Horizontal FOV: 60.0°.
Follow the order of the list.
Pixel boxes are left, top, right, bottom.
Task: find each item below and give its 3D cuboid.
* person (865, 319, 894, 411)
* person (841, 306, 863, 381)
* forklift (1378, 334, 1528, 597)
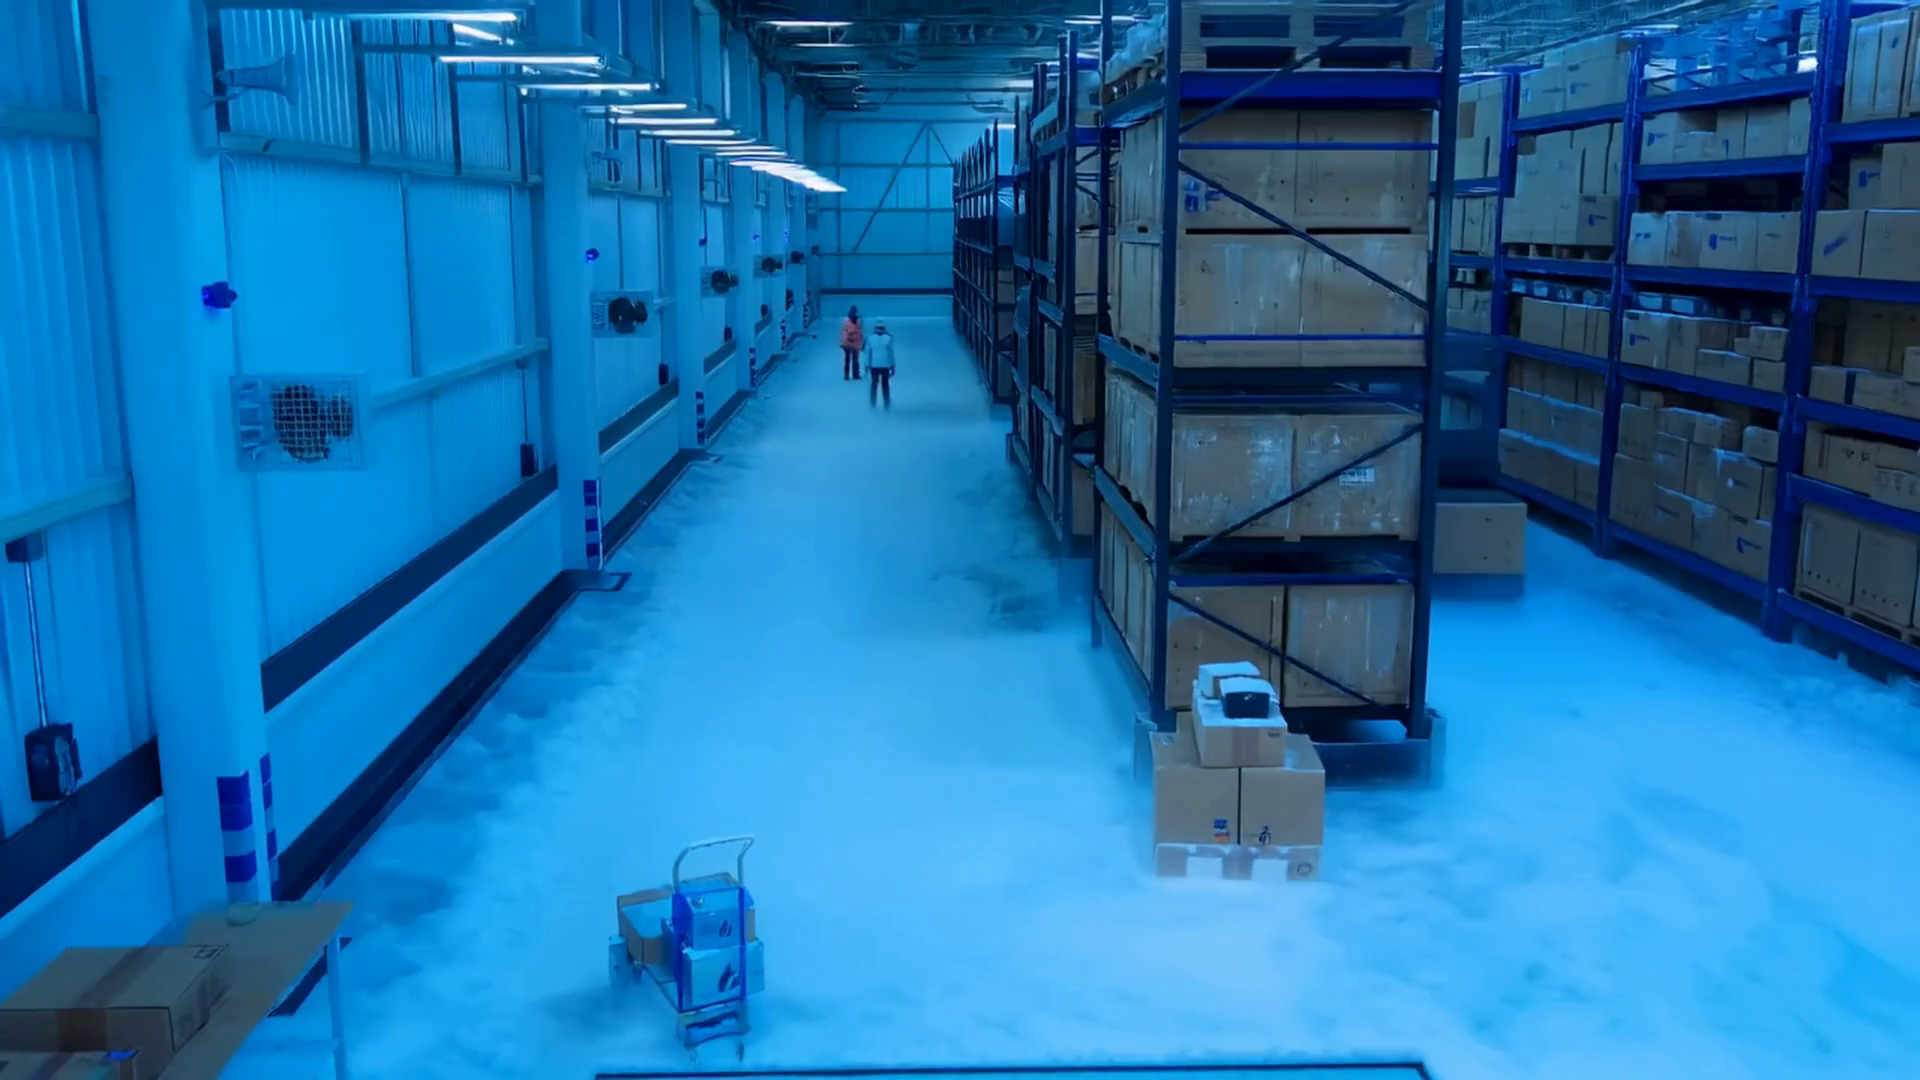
[{"bbox_3d":[-1.719,-3.746,35.683,0.619,1.986,0.410,-3,11,-13],"label":"person"},{"bbox_3d":[-2.772,-5.026,42.542,0.589,1.911,0.387,-8,13,-36],"label":"person"},{"bbox_3d":[5.520,-0.889,18.476,1.129,2.768,1.873,0,11,-2],"label":"forklift"}]
